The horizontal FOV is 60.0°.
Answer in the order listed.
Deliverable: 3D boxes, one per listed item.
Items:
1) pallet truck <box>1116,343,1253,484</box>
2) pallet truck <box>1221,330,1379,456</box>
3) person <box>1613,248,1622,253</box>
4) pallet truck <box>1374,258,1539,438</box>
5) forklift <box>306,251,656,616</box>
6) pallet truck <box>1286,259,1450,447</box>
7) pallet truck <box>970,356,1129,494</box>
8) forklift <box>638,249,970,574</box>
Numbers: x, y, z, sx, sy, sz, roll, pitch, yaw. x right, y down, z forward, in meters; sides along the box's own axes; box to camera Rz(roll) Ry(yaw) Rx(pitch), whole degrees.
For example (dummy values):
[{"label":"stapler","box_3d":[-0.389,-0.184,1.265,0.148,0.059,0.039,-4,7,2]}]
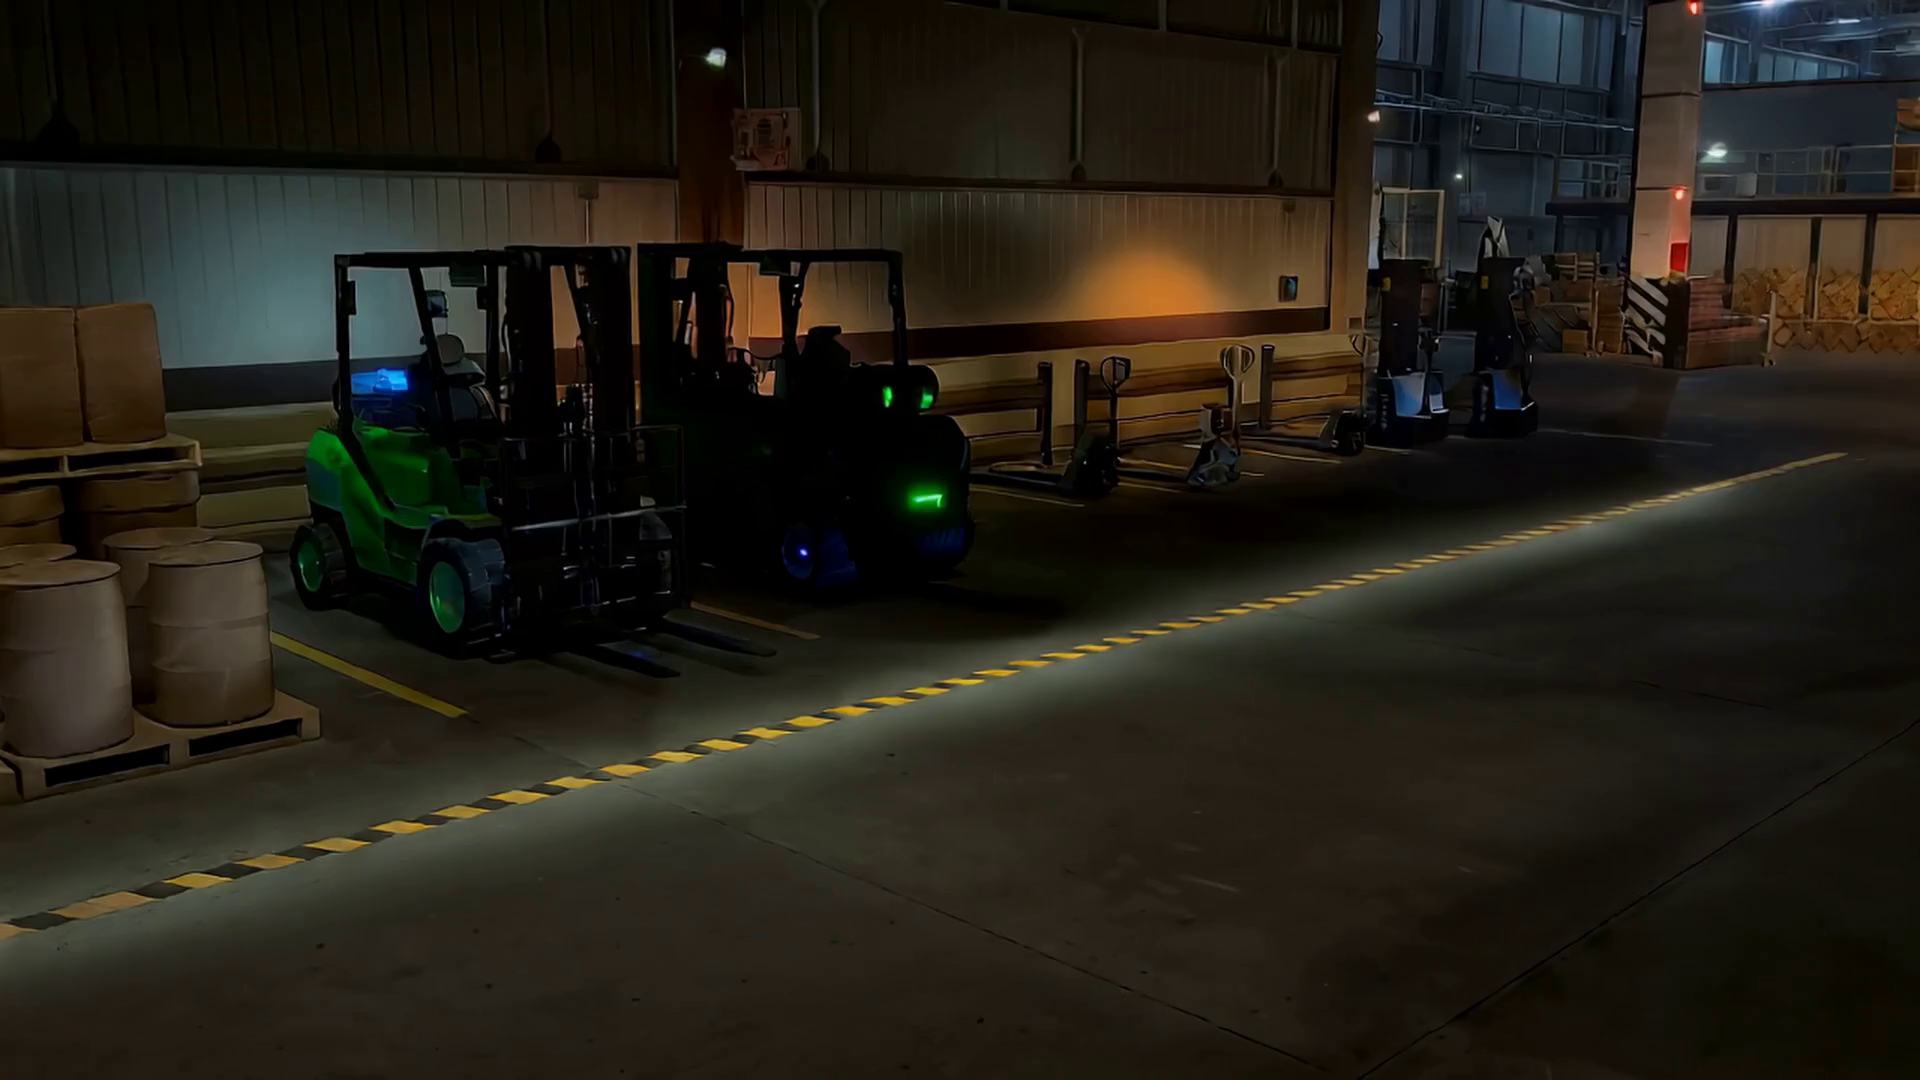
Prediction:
[{"label":"pallet truck","box_3d":[1.962,-1.215,15.415,1.522,1.261,0.704,10,14,43]},{"label":"pallet truck","box_3d":[3.563,-1.581,17.381,0.653,1.274,1.630,-10,14,-44]},{"label":"person","box_3d":[18.055,-7.077,45.766,0.574,1.883,0.360,-9,14,-41]},{"label":"pallet truck","box_3d":[5.704,-2.208,18.901,1.885,1.965,0.823,10,14,43]},{"label":"forklift","box_3d":[-2.833,-0.669,9.694,1.157,1.987,2.680,-10,14,-44]},{"label":"pallet truck","box_3d":[4.493,-2.078,18.196,0.823,1.965,1.885,-9,14,-40]},{"label":"pallet truck","box_3d":[0.784,-1.085,14.876,0.680,1.201,1.601,-10,14,-44]},{"label":"forklift","box_3d":[-1.173,-0.958,11.239,2.680,1.987,1.157,10,14,43]}]
